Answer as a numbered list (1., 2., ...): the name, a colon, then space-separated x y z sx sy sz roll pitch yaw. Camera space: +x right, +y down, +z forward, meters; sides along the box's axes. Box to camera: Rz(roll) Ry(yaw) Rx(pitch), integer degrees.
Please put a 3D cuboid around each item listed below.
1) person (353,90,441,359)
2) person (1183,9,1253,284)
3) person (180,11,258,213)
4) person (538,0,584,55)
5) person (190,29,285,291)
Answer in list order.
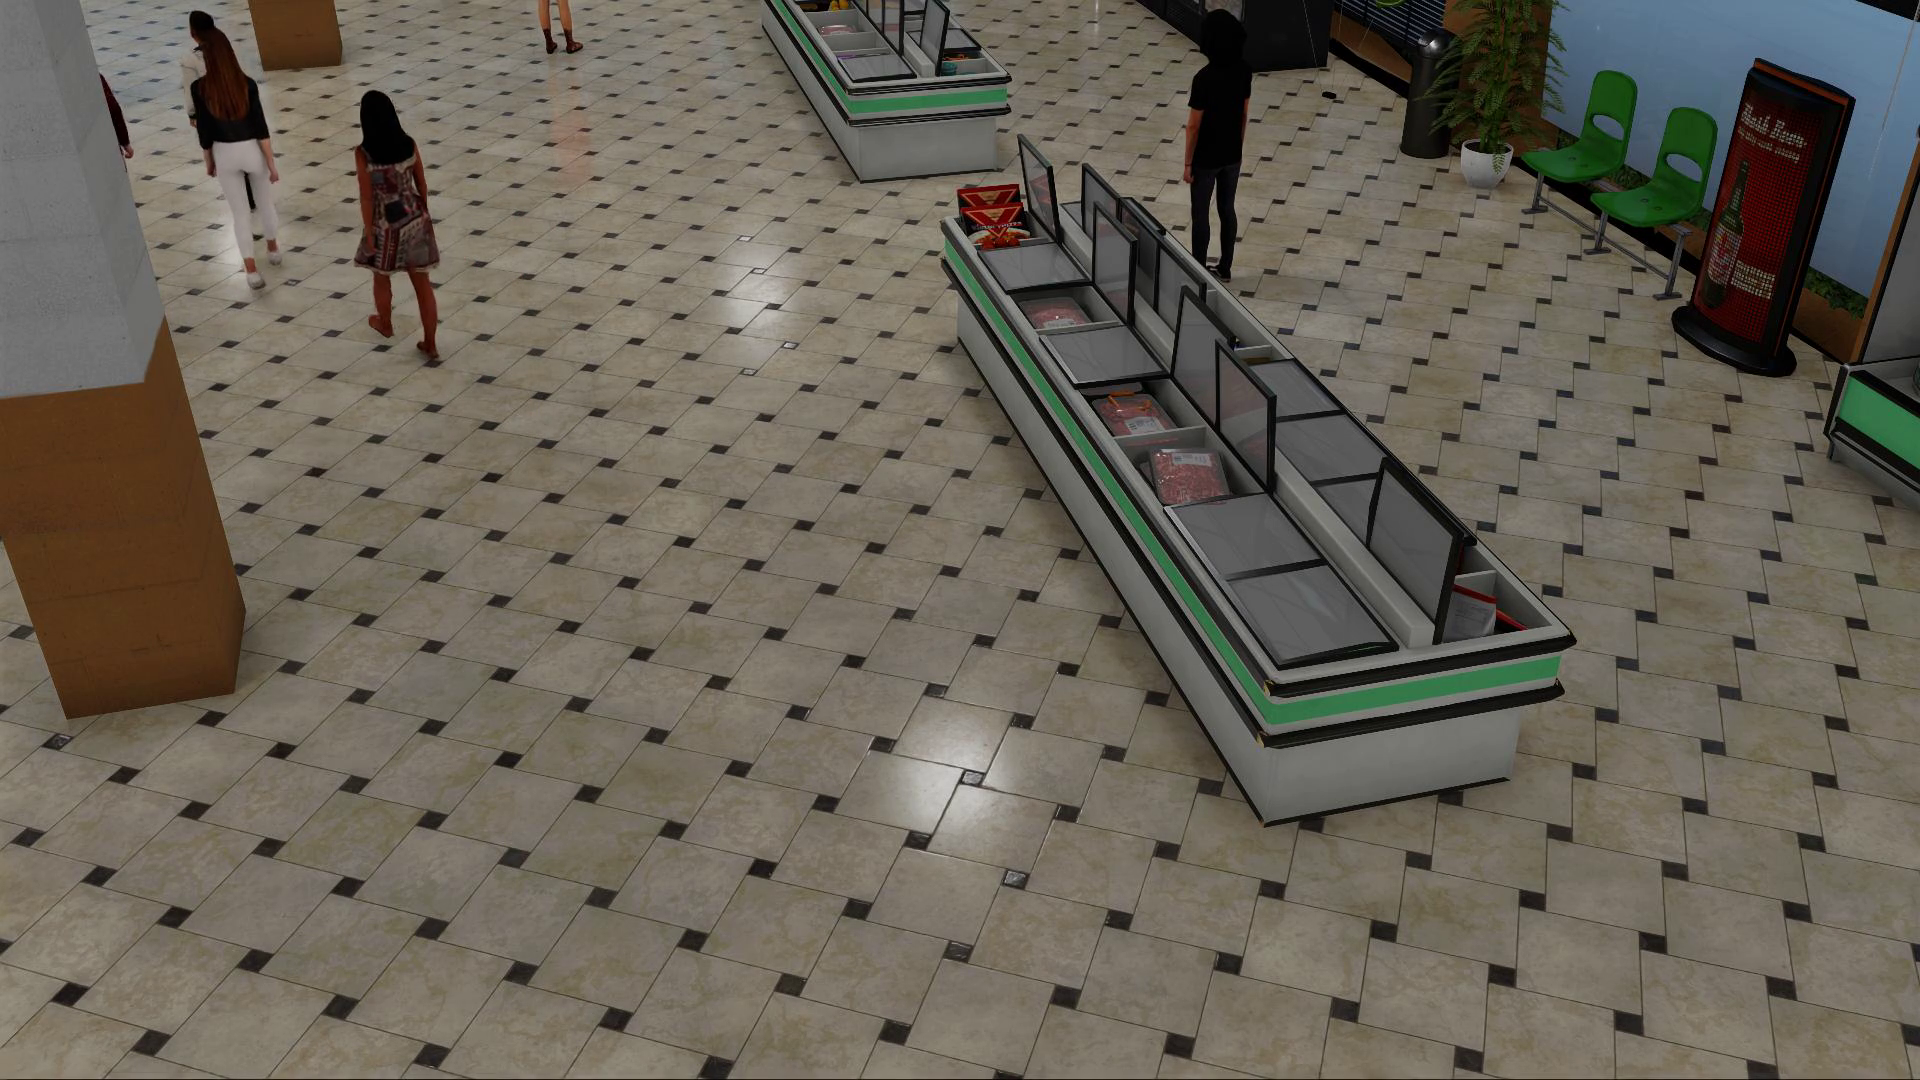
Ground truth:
1. person: -3.345 -1.861 10.023 0.904 1.625 1.035 -26 40 -35
2. person: 1.696 -2.562 10.957 0.678 1.829 0.608 -16 35 -24
3. person: -5.379 -3.125 12.231 0.939 1.439 0.842 25 40 34
4. person: -3.903 -5.500 15.779 0.662 1.722 0.648 4 32 6
5. person: -4.743 -2.460 10.942 0.626 1.671 1.098 -9 33 -14
